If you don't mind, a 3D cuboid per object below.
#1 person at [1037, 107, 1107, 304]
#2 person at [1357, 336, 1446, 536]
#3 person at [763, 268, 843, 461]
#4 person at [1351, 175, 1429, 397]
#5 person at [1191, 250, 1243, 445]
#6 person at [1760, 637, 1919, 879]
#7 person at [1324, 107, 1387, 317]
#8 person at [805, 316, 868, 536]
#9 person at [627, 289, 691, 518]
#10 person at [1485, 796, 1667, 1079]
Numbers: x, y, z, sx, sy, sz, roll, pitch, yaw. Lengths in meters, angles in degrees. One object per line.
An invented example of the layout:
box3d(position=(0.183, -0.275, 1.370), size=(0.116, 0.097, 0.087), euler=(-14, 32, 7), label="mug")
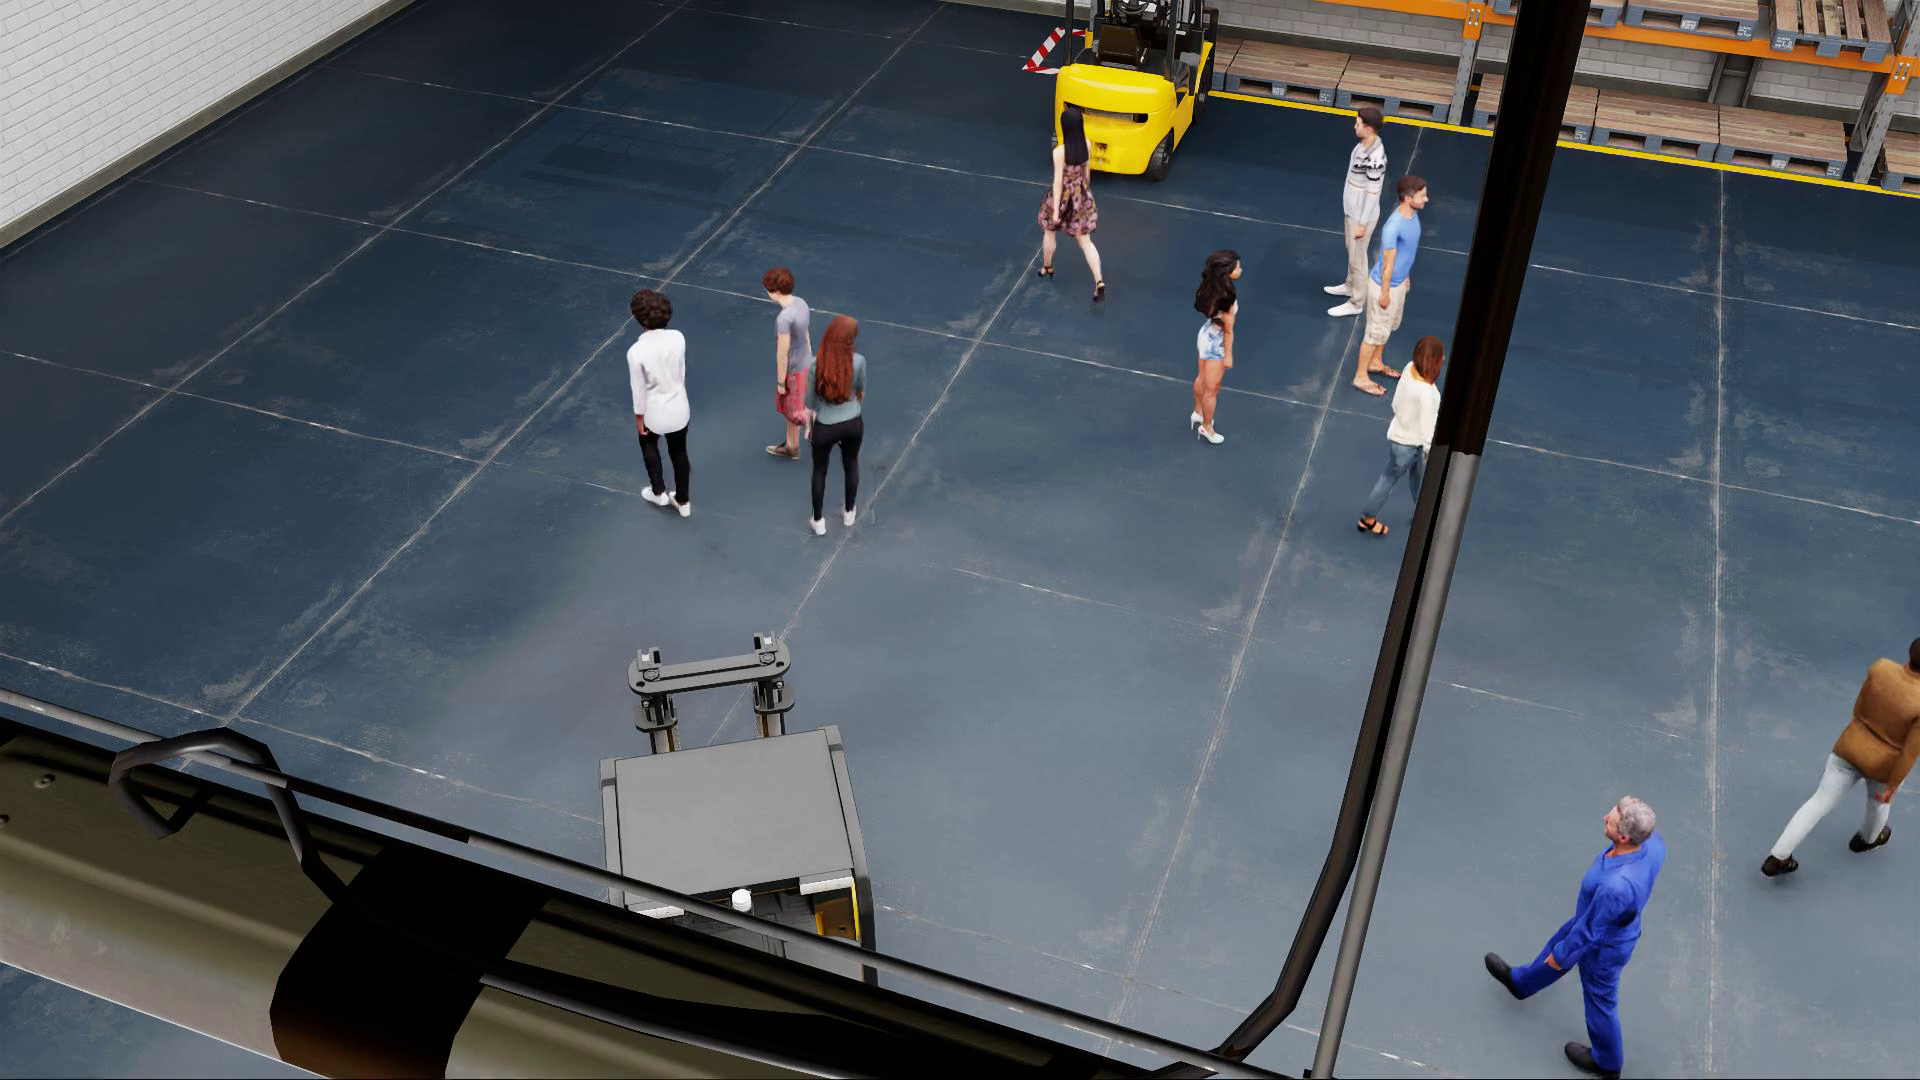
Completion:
box3d(position=(1.007, -2.840, 14.337), size=(1.050, 1.737, 1.235), euler=(-23, 44, -26), label="person")
box3d(position=(3.066, -0.709, 11.731), size=(1.017, 1.659, 0.833), euler=(1, 39, 1), label="person")
box3d(position=(-1.147, -1.247, 12.435), size=(1.014, 1.621, 0.687), euler=(6, 39, 7), label="person")
box3d(position=(3.417, -2.058, 13.257), size=(0.642, 1.862, 0.683), euler=(21, 43, 24), label="person")
box3d(position=(1.948, -1.487, 12.731), size=(0.683, 1.626, 0.652), euler=(-5, 39, -6), label="person")
box3d(position=(4.961, 1.232, 9.207), size=(1.172, 1.774, 1.172), euler=(-19, 42, -22), label="person")
box3d(position=(3.434, -2.818, 14.211), size=(0.648, 1.859, 0.738), euler=(3, 39, 4), label="person")
box3d(position=(-0.830, -0.789, 11.785), size=(0.719, 1.717, 0.800), euler=(-21, 43, -25), label="person")
box3d(position=(-2.073, -0.919, 11.885), size=(0.784, 1.794, 0.837), euler=(-25, 45, -28), label="person")
box3d(position=(3.269, 2.006, 8.222), size=(1.184, 1.795, 0.968), euler=(25, 45, 28), label="person")
